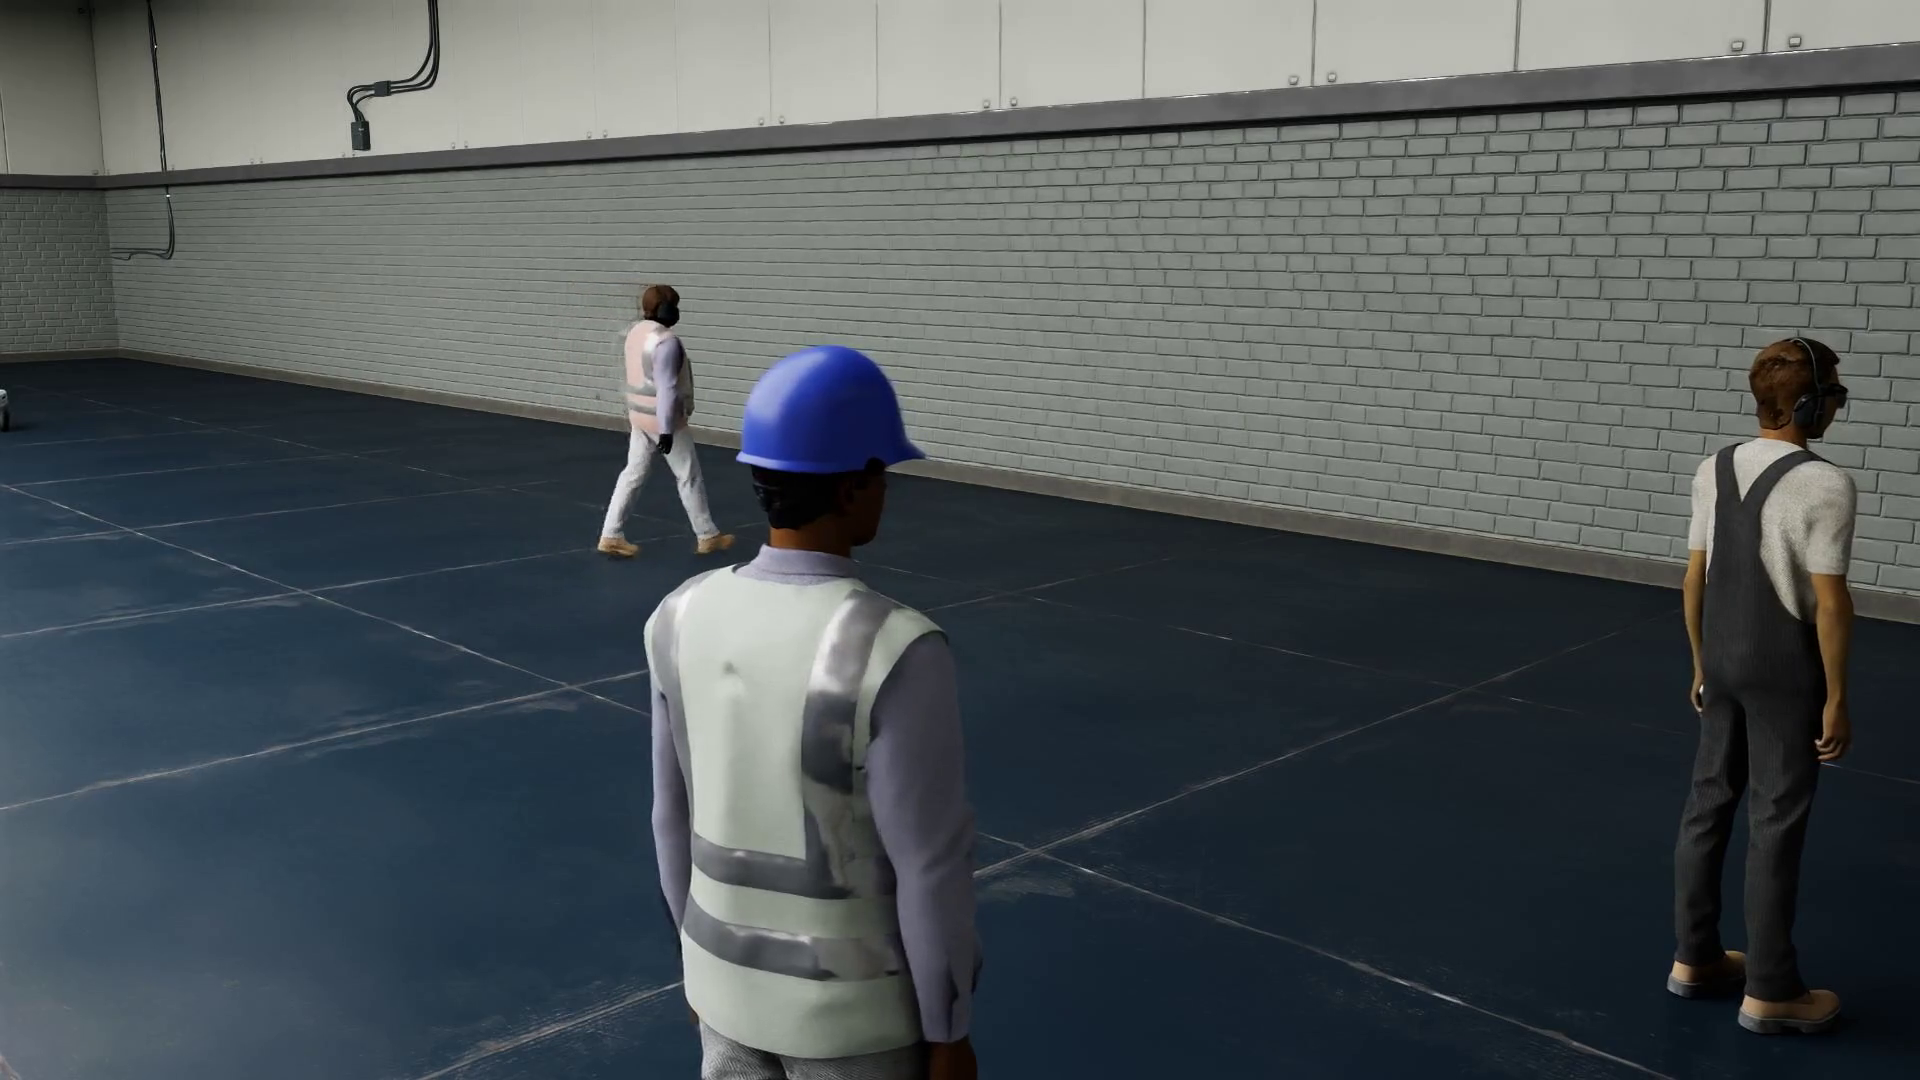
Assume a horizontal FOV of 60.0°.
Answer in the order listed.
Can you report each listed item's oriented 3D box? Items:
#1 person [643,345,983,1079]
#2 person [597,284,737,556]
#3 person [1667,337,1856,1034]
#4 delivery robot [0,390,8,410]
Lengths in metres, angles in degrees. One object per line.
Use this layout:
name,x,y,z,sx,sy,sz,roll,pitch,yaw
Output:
person,-0.215,0.679,2.573,0.602,1.949,0.396,8,13,39
person,-1.995,-0.784,10.983,0.950,1.798,0.641,-7,13,-35
person,2.170,0.382,4.477,0.346,1.847,0.506,-4,11,-21
delivery robot,-10.653,-1.509,18.162,0.477,0.478,0.707,-3,11,-20
